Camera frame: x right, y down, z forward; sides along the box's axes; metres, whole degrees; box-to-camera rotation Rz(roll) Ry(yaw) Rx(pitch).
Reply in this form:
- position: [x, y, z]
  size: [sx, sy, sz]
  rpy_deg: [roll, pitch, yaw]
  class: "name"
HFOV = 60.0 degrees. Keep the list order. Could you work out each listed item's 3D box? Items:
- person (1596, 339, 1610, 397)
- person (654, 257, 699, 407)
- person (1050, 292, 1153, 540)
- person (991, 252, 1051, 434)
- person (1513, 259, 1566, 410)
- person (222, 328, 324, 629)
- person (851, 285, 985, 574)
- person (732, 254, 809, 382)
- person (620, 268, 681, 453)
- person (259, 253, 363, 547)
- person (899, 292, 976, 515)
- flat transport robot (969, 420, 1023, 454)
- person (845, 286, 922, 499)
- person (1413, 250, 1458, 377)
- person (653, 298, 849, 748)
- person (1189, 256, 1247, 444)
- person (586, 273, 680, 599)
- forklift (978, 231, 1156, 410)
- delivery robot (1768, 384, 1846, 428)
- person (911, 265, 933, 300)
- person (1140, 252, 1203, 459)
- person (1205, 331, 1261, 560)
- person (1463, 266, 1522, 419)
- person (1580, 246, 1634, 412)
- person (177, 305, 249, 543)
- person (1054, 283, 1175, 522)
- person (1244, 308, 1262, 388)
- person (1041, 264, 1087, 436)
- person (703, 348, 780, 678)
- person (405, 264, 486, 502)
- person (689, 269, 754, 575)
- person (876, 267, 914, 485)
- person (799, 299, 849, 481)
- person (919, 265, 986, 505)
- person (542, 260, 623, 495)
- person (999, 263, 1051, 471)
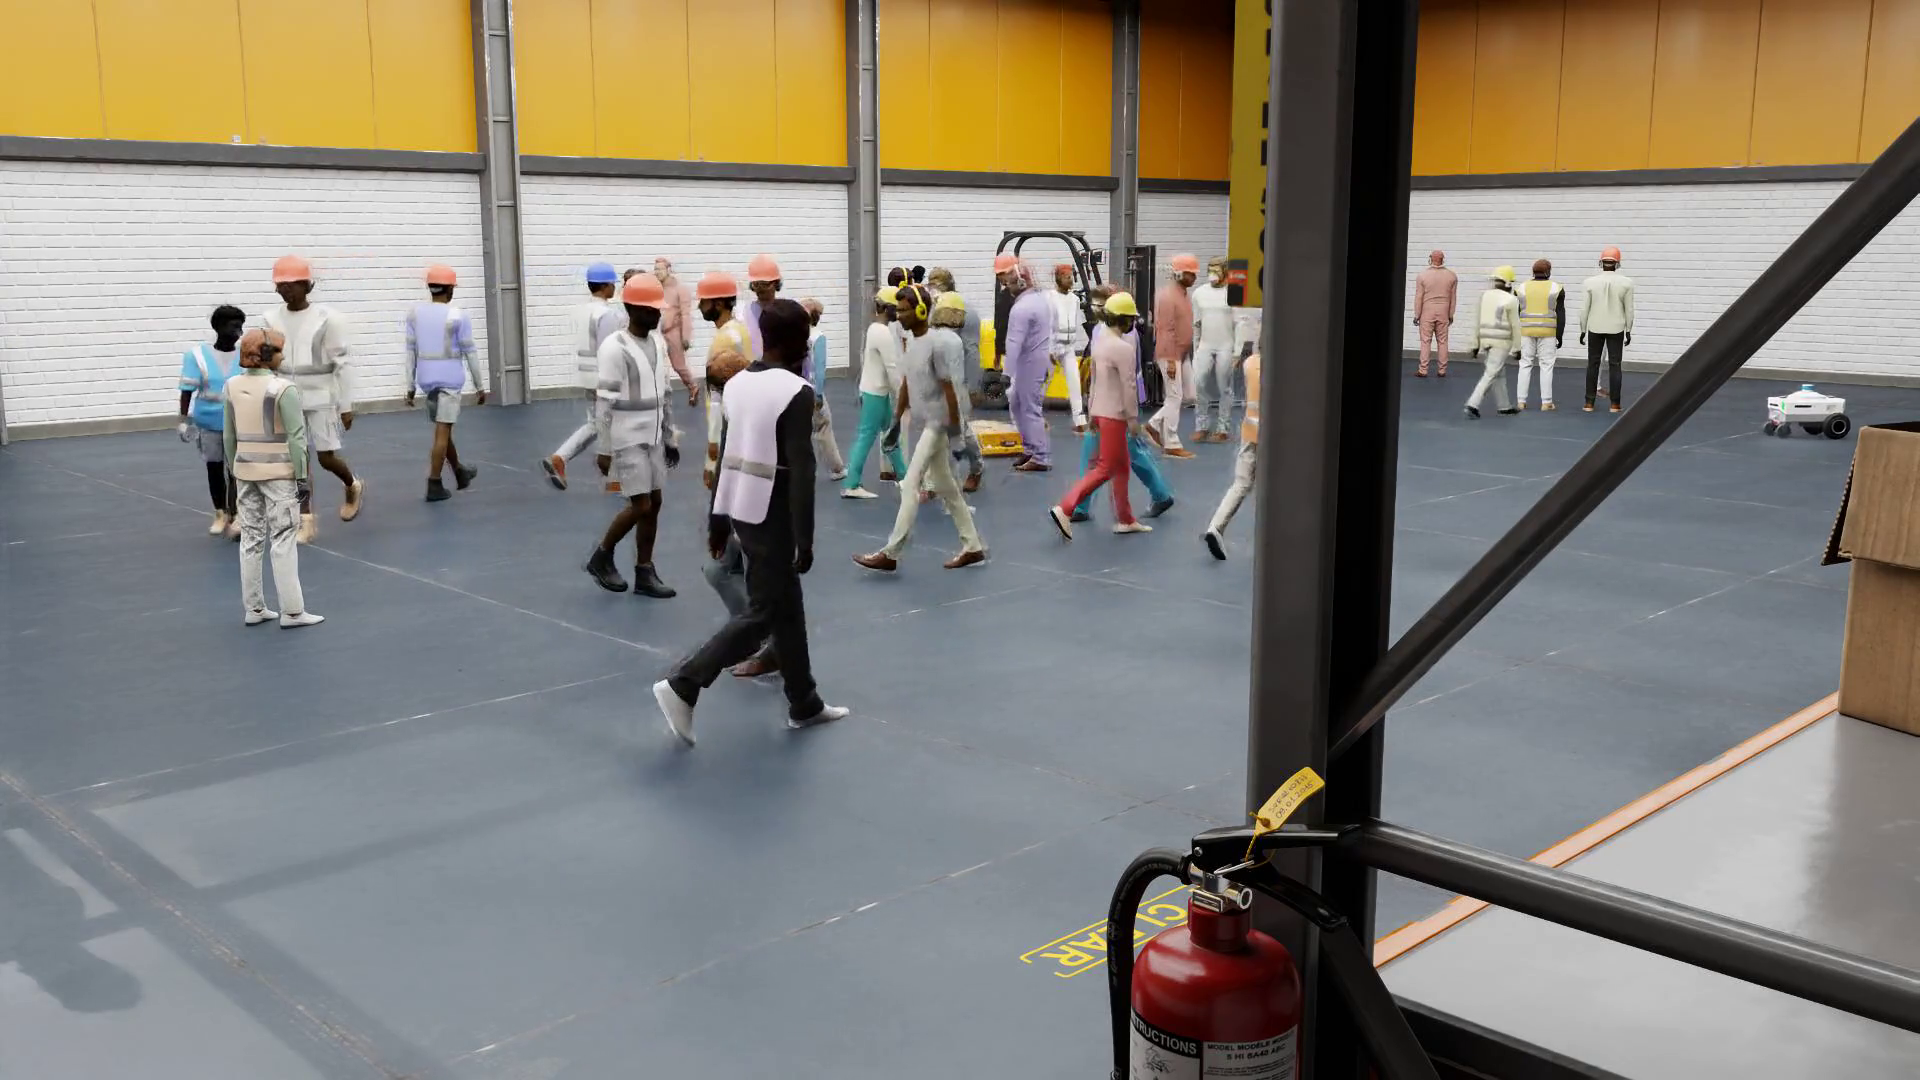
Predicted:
- position: [8.550, -2.717, 22.071]
  size: [0.274, 1.632, 0.503]
  rpy_deg: [6, 12, 31]
  class: "person"
- position: [-3.541, -2.508, 20.291]
  size: [0.651, 1.878, 0.869]
  rpy_deg: [4, 11, 20]
  class: "person"
- position: [1.002, -0.867, 11.699]
  size: [0.789, 1.742, 0.529]
  rpy_deg: [-3, 11, -17]
  class: "person"
- position: [0.544, -1.874, 16.589]
  size: [0.514, 1.964, 0.620]
  rpy_deg: [-5, 11, -24]
  class: "person"
- position: [7.074, -2.503, 20.343]
  size: [0.626, 1.842, 0.429]
  rpy_deg: [6, 12, 28]
  class: "person"
- position: [-3.762, -0.331, 9.049]
  size: [0.523, 1.637, 0.311]
  rpy_deg: [4, 11, 21]
  class: "person"
- position: [-0.277, -0.691, 10.535]
  size: [1.003, 1.812, 0.482]
  rpy_deg: [-3, 11, -18]
  class: "person"
- position: [-1.430, -1.153, 12.546]
  size: [0.612, 2.004, 0.959]
  rpy_deg: [1, 10, 6]
  class: "person"
- position: [-3.006, -1.667, 15.817]
  size: [0.517, 1.827, 0.632]
  rpy_deg: [-2, 11, -8]
  class: "person"
- position: [-4.526, -0.998, 11.668]
  size: [0.615, 2.016, 0.806]
  rpy_deg: [1, 10, 7]
  class: "person"
- position: [-0.169, -1.020, 12.597]
  size: [0.593, 1.707, 0.502]
  rpy_deg: [-5, 12, -26]
  class: "person"
- position: [0.230, -1.038, 16.633]
  size: [0.652, 0.197, 1.431]
  rpy_deg: [-4, 11, -22]
  class: "flat transport robot"
- position: [-0.578, -1.182, 13.474]
  size: [0.797, 1.723, 0.528]
  rpy_deg: [-2, 11, -9]
  class: "person"
- position: [7.126, -3.394, 25.018]
  size: [0.642, 1.909, 0.408]
  rpy_deg: [-1, 10, -5]
  class: "person"
- position: [-0.888, -0.073, 7.020]
  size: [0.869, 1.878, 0.614]
  rpy_deg: [-7, 13, -35]
  class: "person"
- position: [2.590, -1.918, 16.930]
  size: [0.650, 1.915, 0.653]
  rpy_deg: [7, 13, 34]
  class: "person"
- position: [-1.882, -0.592, 9.707]
  size: [0.506, 1.916, 0.583]
  rpy_deg: [4, 11, 23]
  class: "person"
- position: [1.222, -2.721, 20.561]
  size: [2.313, 2.155, 1.214]
  rpy_deg: [2, 11, 13]
  class: "forklift"
- position: [8.942, -1.401, 17.581]
  size: [0.707, 0.478, 0.477]
  rpy_deg: [0, 10, -2]
  class: "delivery robot"
- position: [-0.639, -3.222, 24.687]
  size: [0.529, 1.690, 0.321]
  rpy_deg: [3, 11, 17]
  class: "person"
- position: [2.033, -1.760, 15.927]
  size: [0.557, 1.971, 0.613]
  rpy_deg: [6, 12, 29]
  class: "person"
- position: [1.962, -0.665, 10.953]
  size: [0.779, 1.605, 0.514]
  rpy_deg: [-7, 12, -33]
  class: "person"
- position: [6.229, -2.293, 19.374]
  size: [0.896, 1.789, 0.625]
  rpy_deg: [-5, 11, -24]
  class: "person"
- position: [7.824, -2.544, 20.138]
  size: [0.609, 1.996, 0.379]
  rpy_deg: [4, 11, 22]
  class: "person"
- position: [-5.144, -0.807, 11.605]
  size: [0.586, 1.639, 0.871]
  rpy_deg: [-5, 11, -24]
  class: "person"
- position: [1.189, -1.018, 12.389]
  size: [0.934, 1.798, 0.600]
  rpy_deg: [-5, 11, -24]
  class: "person"
- position: [4.175, -2.905, 22.461]
  size: [0.431, 1.880, 0.697]
  rpy_deg: [-5, 11, -25]
  class: "person"
- position: [1.063, -2.052, 17.934]
  size: [0.571, 1.837, 1.007]
  rpy_deg: [-7, 13, -35]
  class: "person"
- position: [-1.033, -0.115, 7.925]
  size: [0.423, 1.605, 0.570]
  rpy_deg: [-4, 11, -22]
  class: "person"
- position: [-4.168, -1.298, 13.618]
  size: [0.576, 1.887, 0.963]
  rpy_deg: [2, 11, 13]
  class: "person"
- position: [-1.464, -0.723, 10.402]
  size: [0.413, 1.922, 0.578]
  rpy_deg: [0, 10, 2]
  class: "person"
- position: [-0.524, -1.406, 14.300]
  size: [0.328, 1.865, 0.517]
  rpy_deg: [-8, 13, -36]
  class: "person"
- position: [-1.307, -1.263, 14.250]
  size: [0.519, 1.588, 0.866]
  rpy_deg: [9, 13, 39]
  class: "person"
- position: [-0.072, -1.271, 13.469]
  size: [0.644, 1.906, 0.943]
  rpy_deg: [6, 12, 31]
  class: "person"
- position: [-3.003, -1.304, 13.556]
  size: [0.736, 1.930, 0.608]
  rpy_deg: [-7, 13, -34]
  class: "person"
- position: [0.574, -1.549, 15.036]
  size: [0.554, 1.878, 0.660]
  rpy_deg: [3, 11, 16]
  class: "person"
